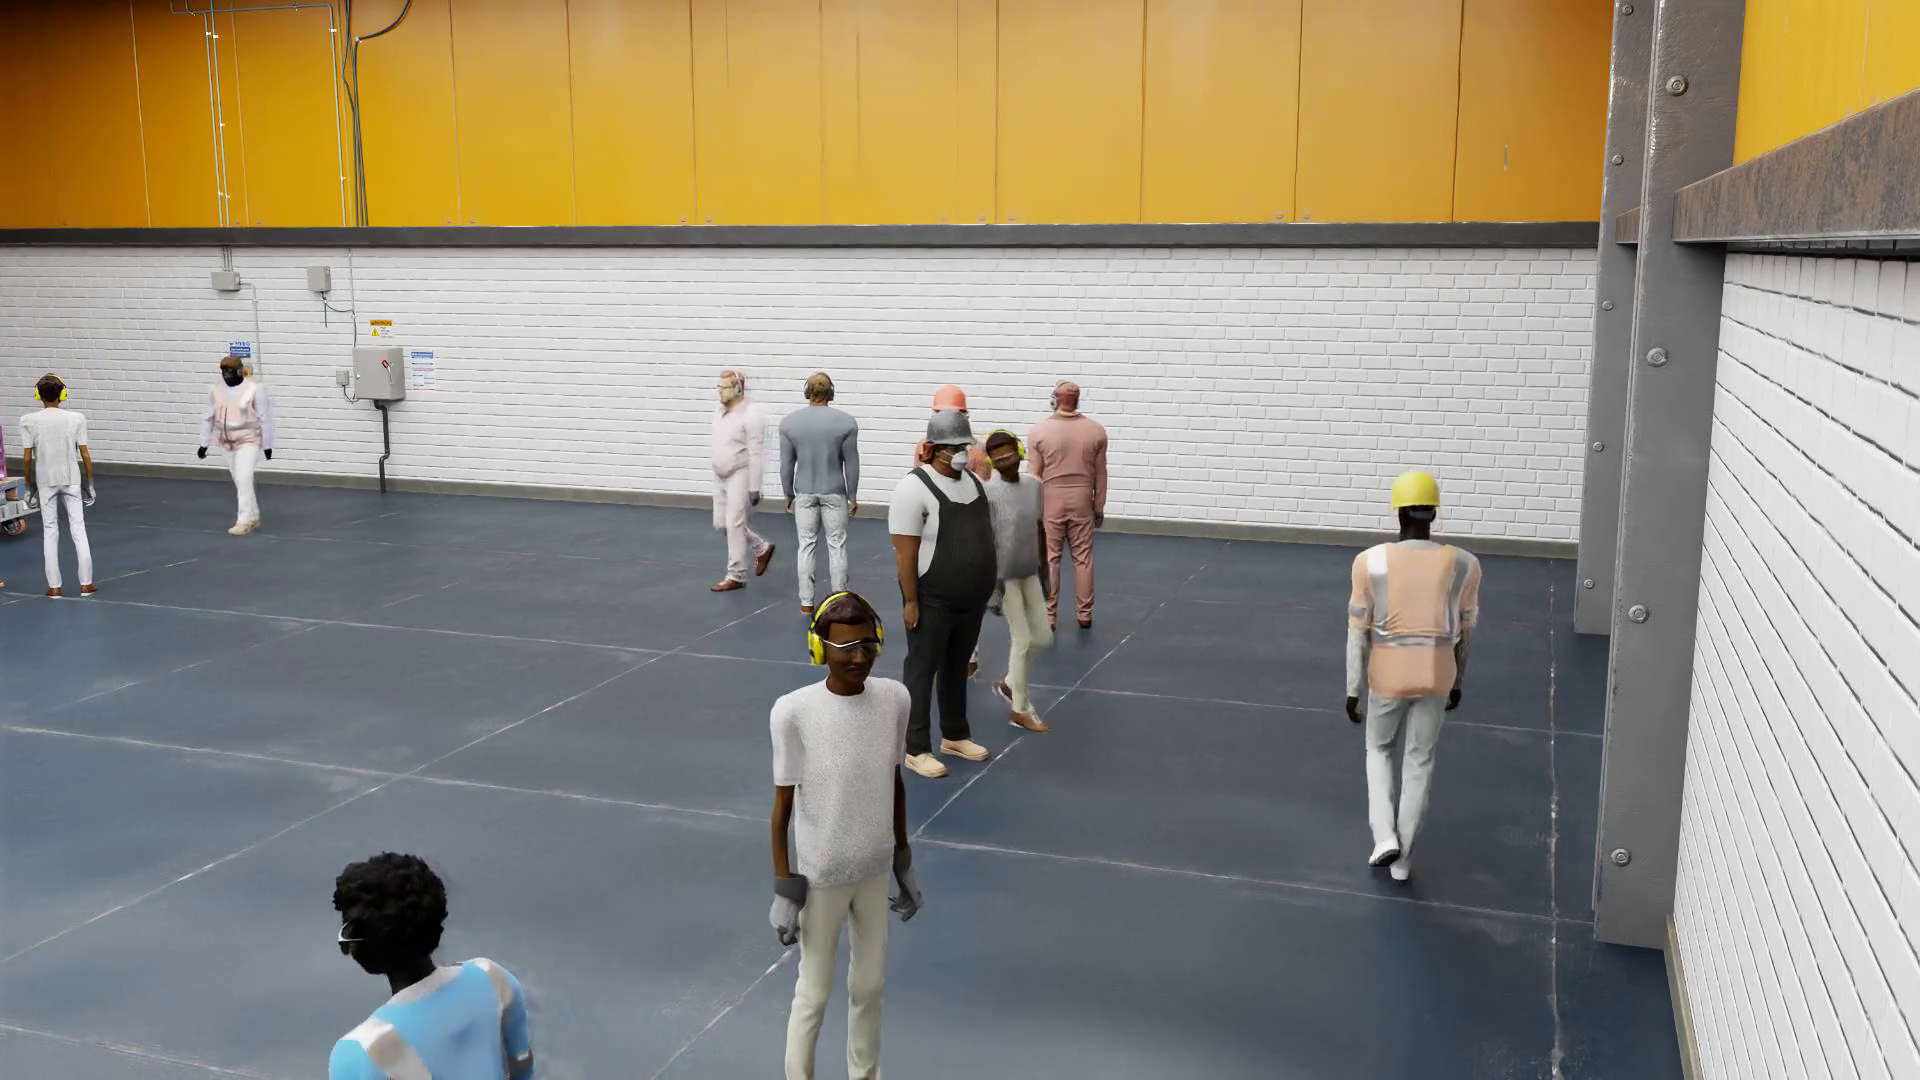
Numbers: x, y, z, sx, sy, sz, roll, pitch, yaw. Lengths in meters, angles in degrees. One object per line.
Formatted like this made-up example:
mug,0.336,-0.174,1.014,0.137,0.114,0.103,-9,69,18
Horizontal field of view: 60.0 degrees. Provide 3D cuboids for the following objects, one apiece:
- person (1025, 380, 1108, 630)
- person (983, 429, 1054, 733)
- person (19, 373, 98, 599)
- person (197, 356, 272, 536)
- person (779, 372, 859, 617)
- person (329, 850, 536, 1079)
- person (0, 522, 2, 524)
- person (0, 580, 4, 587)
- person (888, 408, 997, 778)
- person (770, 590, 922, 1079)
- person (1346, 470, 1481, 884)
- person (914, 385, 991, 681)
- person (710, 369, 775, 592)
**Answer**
person,0.783,-0.259,12.668,0.678,1.905,0.405,-2,10,-13
person,0.373,0.244,10.022,0.549,1.833,0.447,-8,13,-39
person,-7.489,-0.447,13.822,0.535,1.869,0.314,-6,12,-29
person,-7.368,-0.951,16.849,0.642,1.808,0.817,2,10,14
person,-1.102,-0.352,13.088,0.629,1.940,0.376,1,10,4
person,-1.021,1.476,3.582,0.749,1.660,0.559,3,11,18
person,-10.515,-1.121,17.257,0.976,2.004,0.613,-4,11,-23
person,-8.317,-0.530,13.934,0.397,1.992,0.621,-2,10,-10
person,-0.045,0.276,9.264,0.536,2.000,0.684,9,13,40
person,-0.358,1.072,5.283,0.534,1.863,0.310,-7,12,-33
person,2.067,0.629,7.645,0.590,1.903,0.423,1,10,8
person,-0.074,-0.050,11.224,0.612,1.997,0.375,6,12,29
person,-1.859,-0.518,14.164,0.615,1.888,0.654,-8,13,-39
